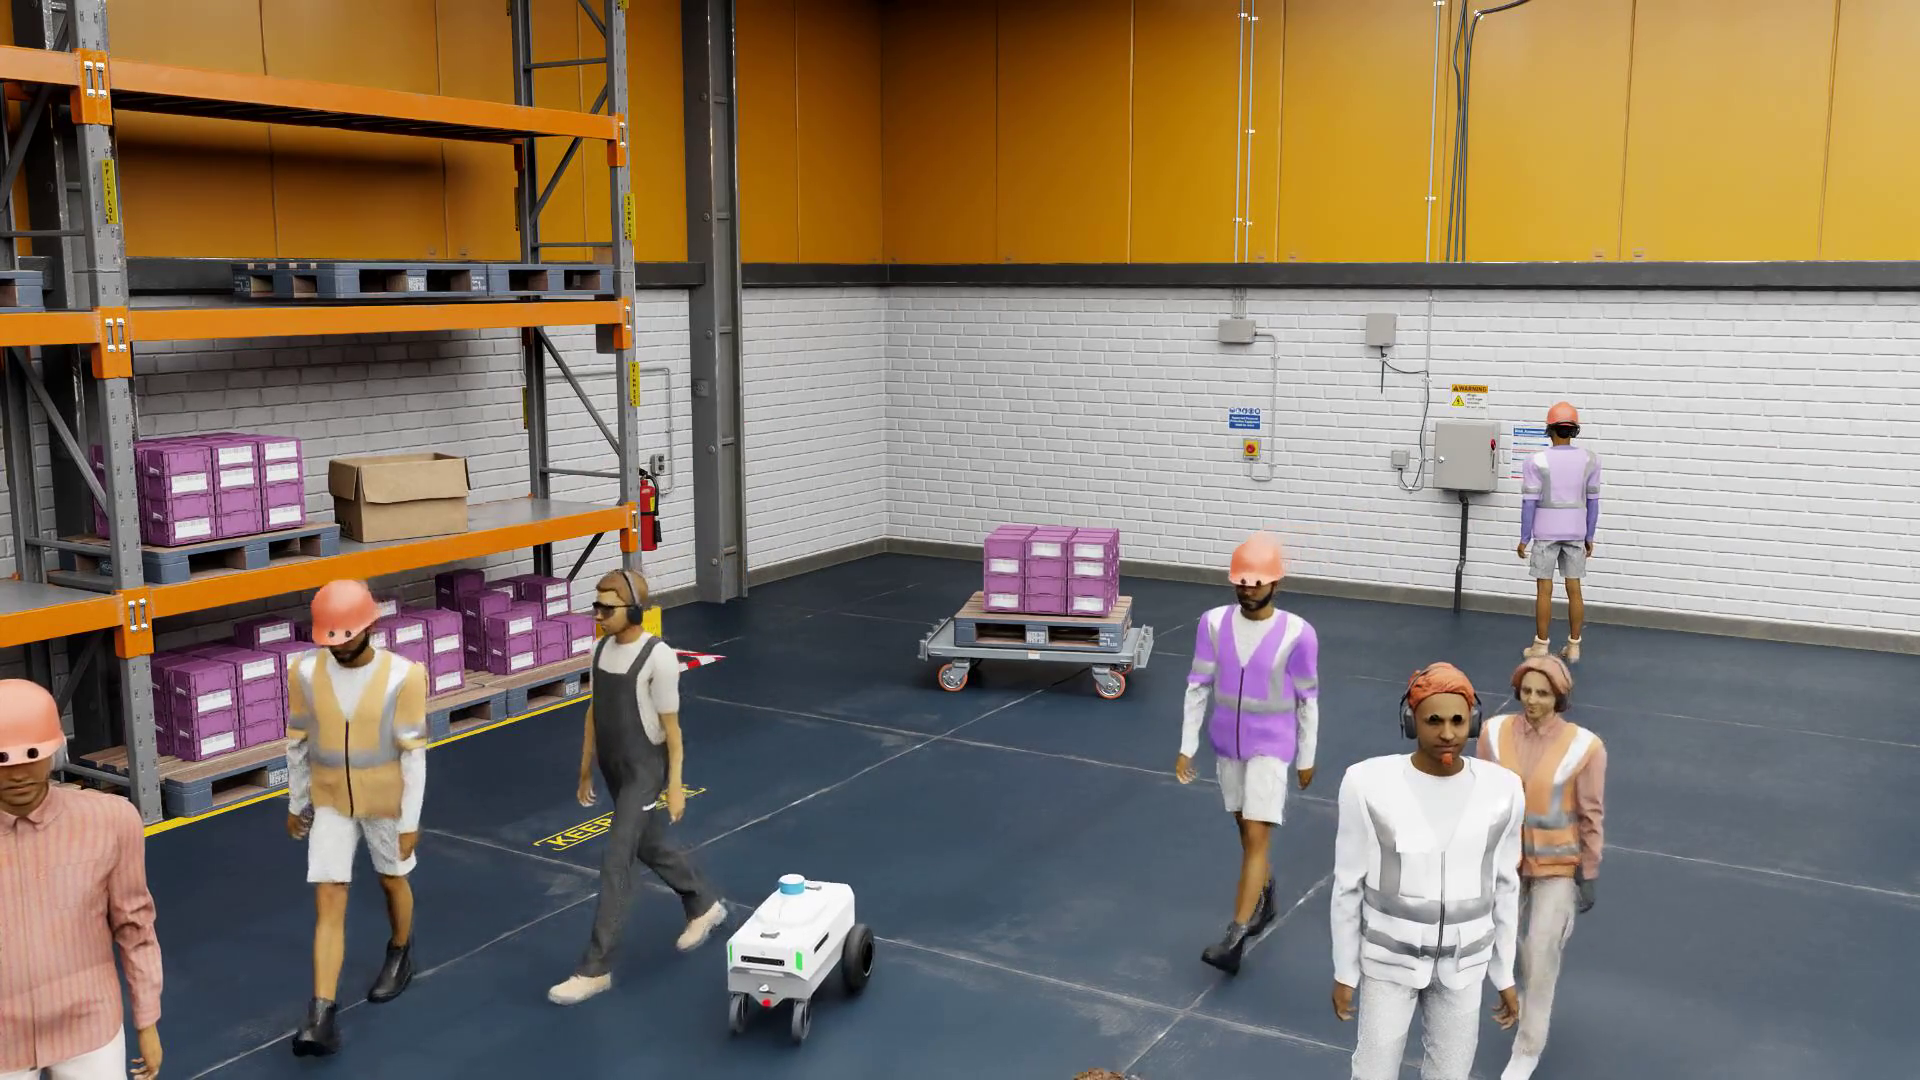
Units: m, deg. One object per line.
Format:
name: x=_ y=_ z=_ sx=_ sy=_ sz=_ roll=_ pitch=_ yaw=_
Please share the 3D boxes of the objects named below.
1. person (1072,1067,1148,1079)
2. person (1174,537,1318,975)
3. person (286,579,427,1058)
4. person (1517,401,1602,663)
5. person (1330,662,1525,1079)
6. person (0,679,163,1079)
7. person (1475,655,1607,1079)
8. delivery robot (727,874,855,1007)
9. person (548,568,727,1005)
person: x=0.154 y=1.721 z=2.659 sx=0.662 sy=1.819 sz=0.432 roll=-3 pitch=9 yaw=-16
person: x=1.242 y=0.924 z=7.326 sx=0.547 sy=1.883 sz=1.003 roll=6 pitch=11 yaw=34
person: x=-2.413 y=1.058 z=6.579 sx=0.614 sy=1.853 sz=1.046 roll=-1 pitch=9 yaw=-4
person: x=4.641 y=-0.053 z=12.939 sx=0.607 sy=2.045 sz=0.390 roll=0 pitch=9 yaw=0
person: x=1.403 y=1.296 z=5.027 sx=0.572 sy=1.883 sz=0.354 roll=0 pitch=9 yaw=0
person: x=-2.473 y=1.335 z=4.468 sx=0.619 sy=1.985 sz=0.406 roll=-6 pitch=11 yaw=-34
person: x=2.202 y=1.218 z=6.323 sx=0.520 sy=1.623 sz=0.525 roll=8 pitch=12 yaw=40
delivery robot: x=-0.687 y=1.621 z=6.836 sx=0.477 sy=0.478 sz=0.707 roll=2 pitch=9 yaw=14
person: x=-1.383 y=0.995 z=7.169 sx=0.527 sy=1.806 sz=0.960 roll=8 pitch=12 yaw=42
